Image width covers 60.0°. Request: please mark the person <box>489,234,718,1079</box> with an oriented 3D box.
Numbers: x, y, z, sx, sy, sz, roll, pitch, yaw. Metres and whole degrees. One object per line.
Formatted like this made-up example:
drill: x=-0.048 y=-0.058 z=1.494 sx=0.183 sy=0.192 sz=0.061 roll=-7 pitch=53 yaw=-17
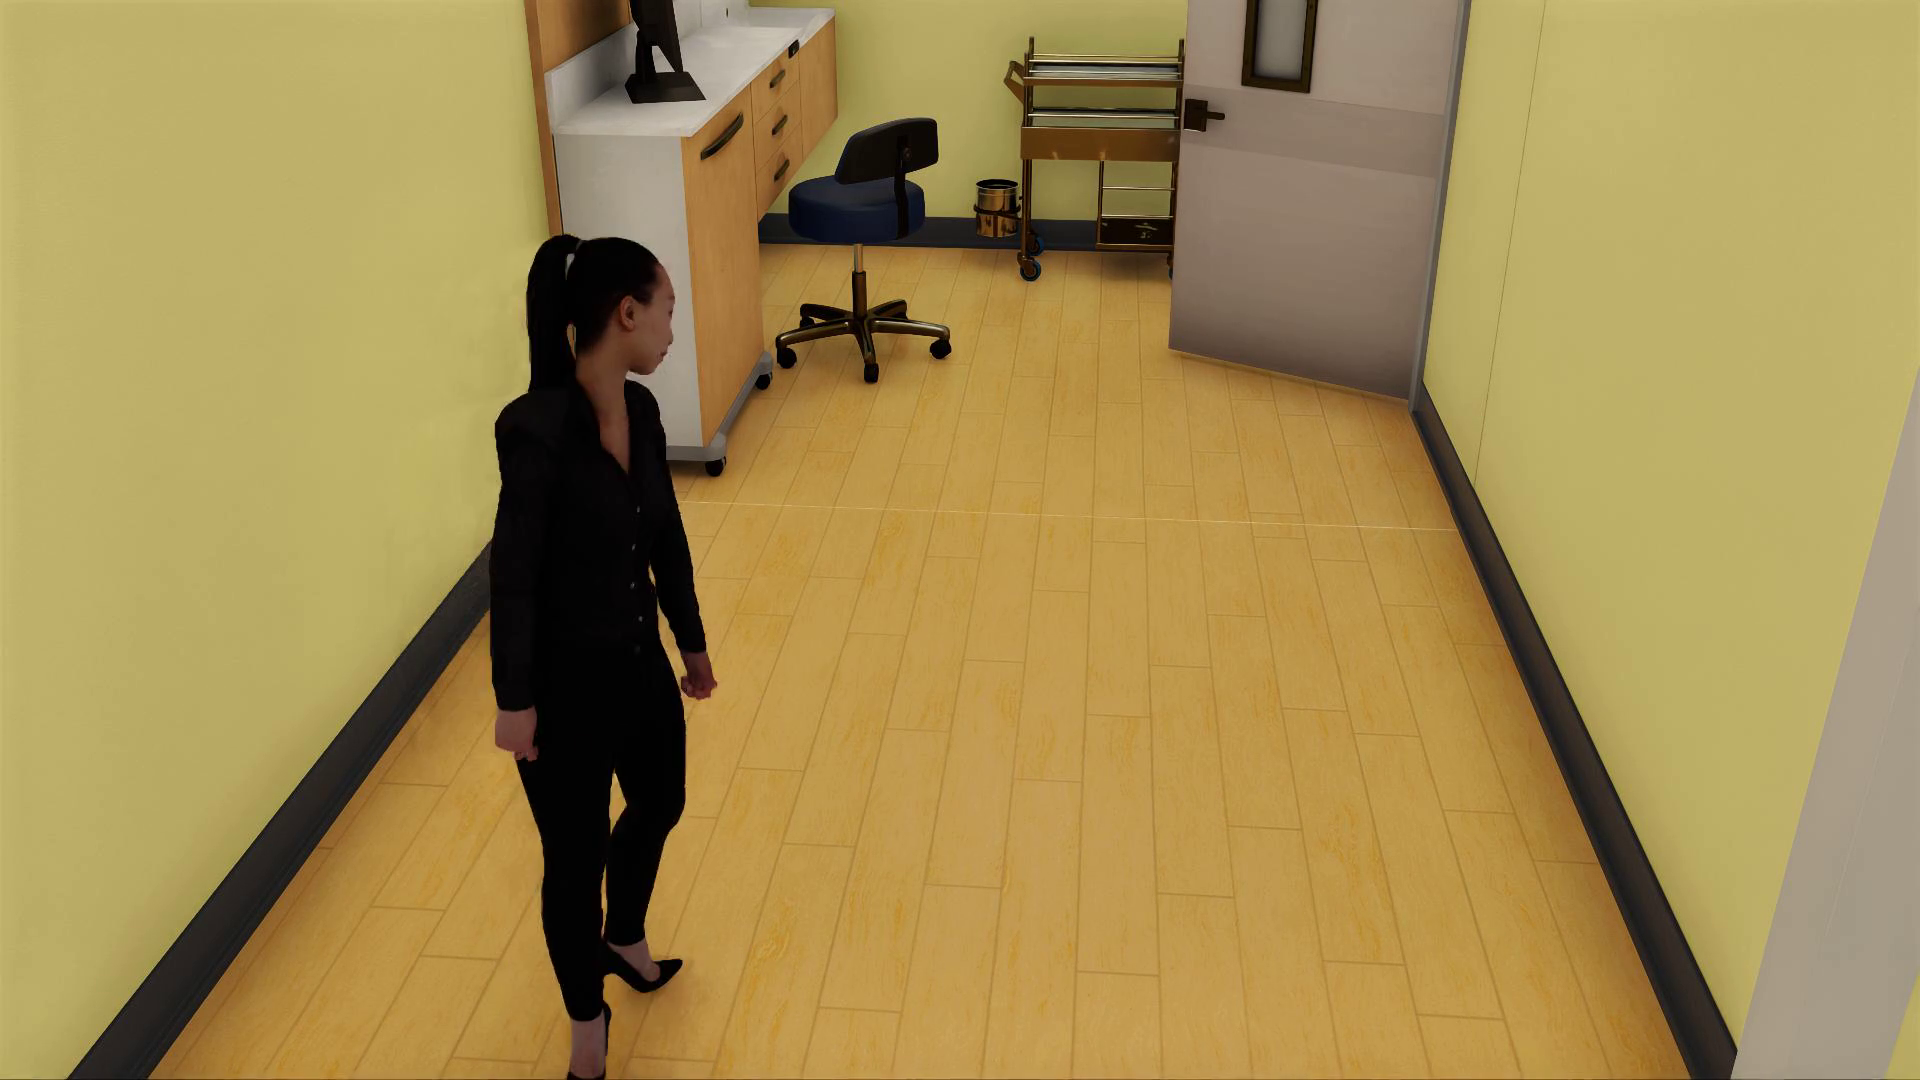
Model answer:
person: x=-0.714 y=0.303 z=3.053 sx=0.648 sy=1.696 sz=0.700 roll=22 pitch=33 yaw=37
